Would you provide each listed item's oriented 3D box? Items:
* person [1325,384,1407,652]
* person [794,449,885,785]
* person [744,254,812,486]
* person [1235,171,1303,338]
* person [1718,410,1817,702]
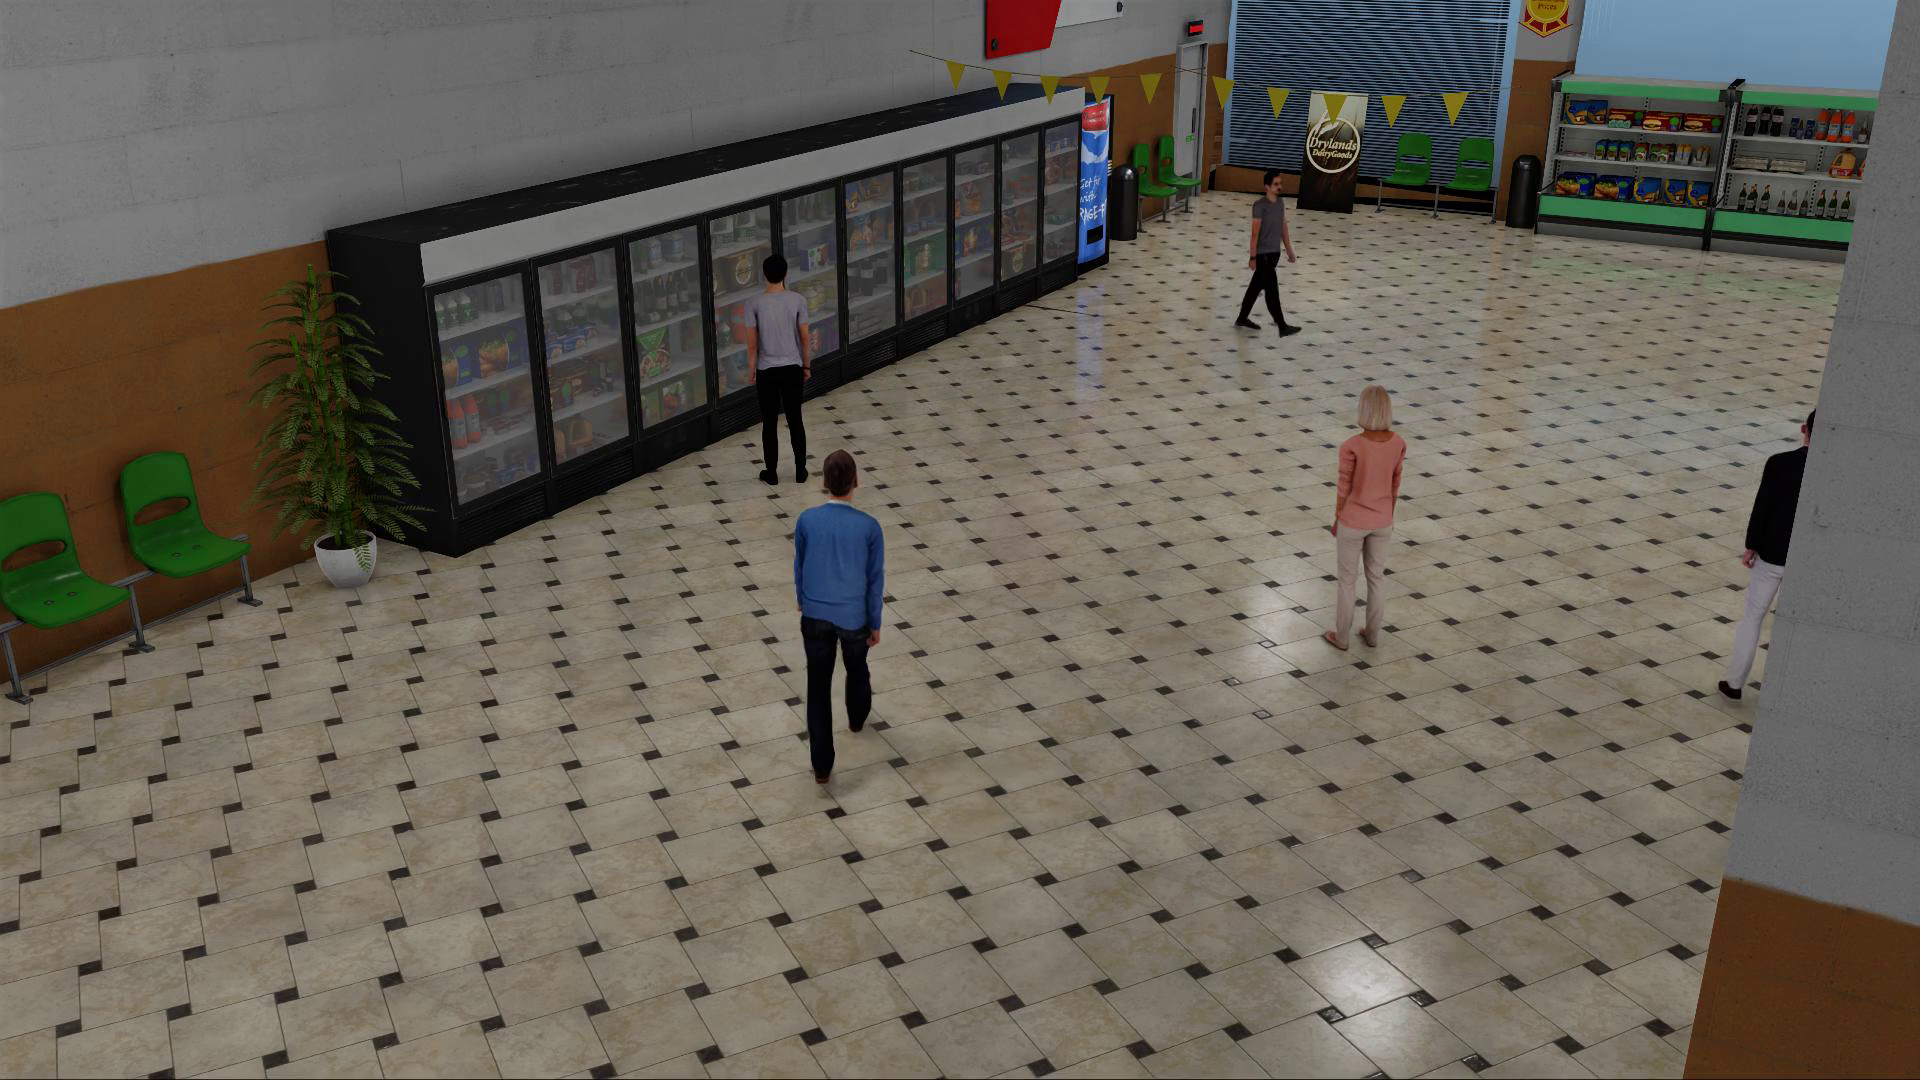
[{"bbox_3d":[2.547,-0.140,10.452,0.668,1.724,0.720,-6,23,-16],"label":"person"},{"bbox_3d":[-0.680,0.442,8.940,1.235,1.772,1.094,1,22,3],"label":"person"},{"bbox_3d":[-1.445,-1.355,13.289,0.727,1.864,0.793,-5,22,-13],"label":"person"},{"bbox_3d":[3.186,-3.034,17.670,1.146,1.713,0.752,17,27,35],"label":"person"},{"bbox_3d":[4.825,0.118,9.679,0.633,1.822,0.762,8,23,20],"label":"person"}]
